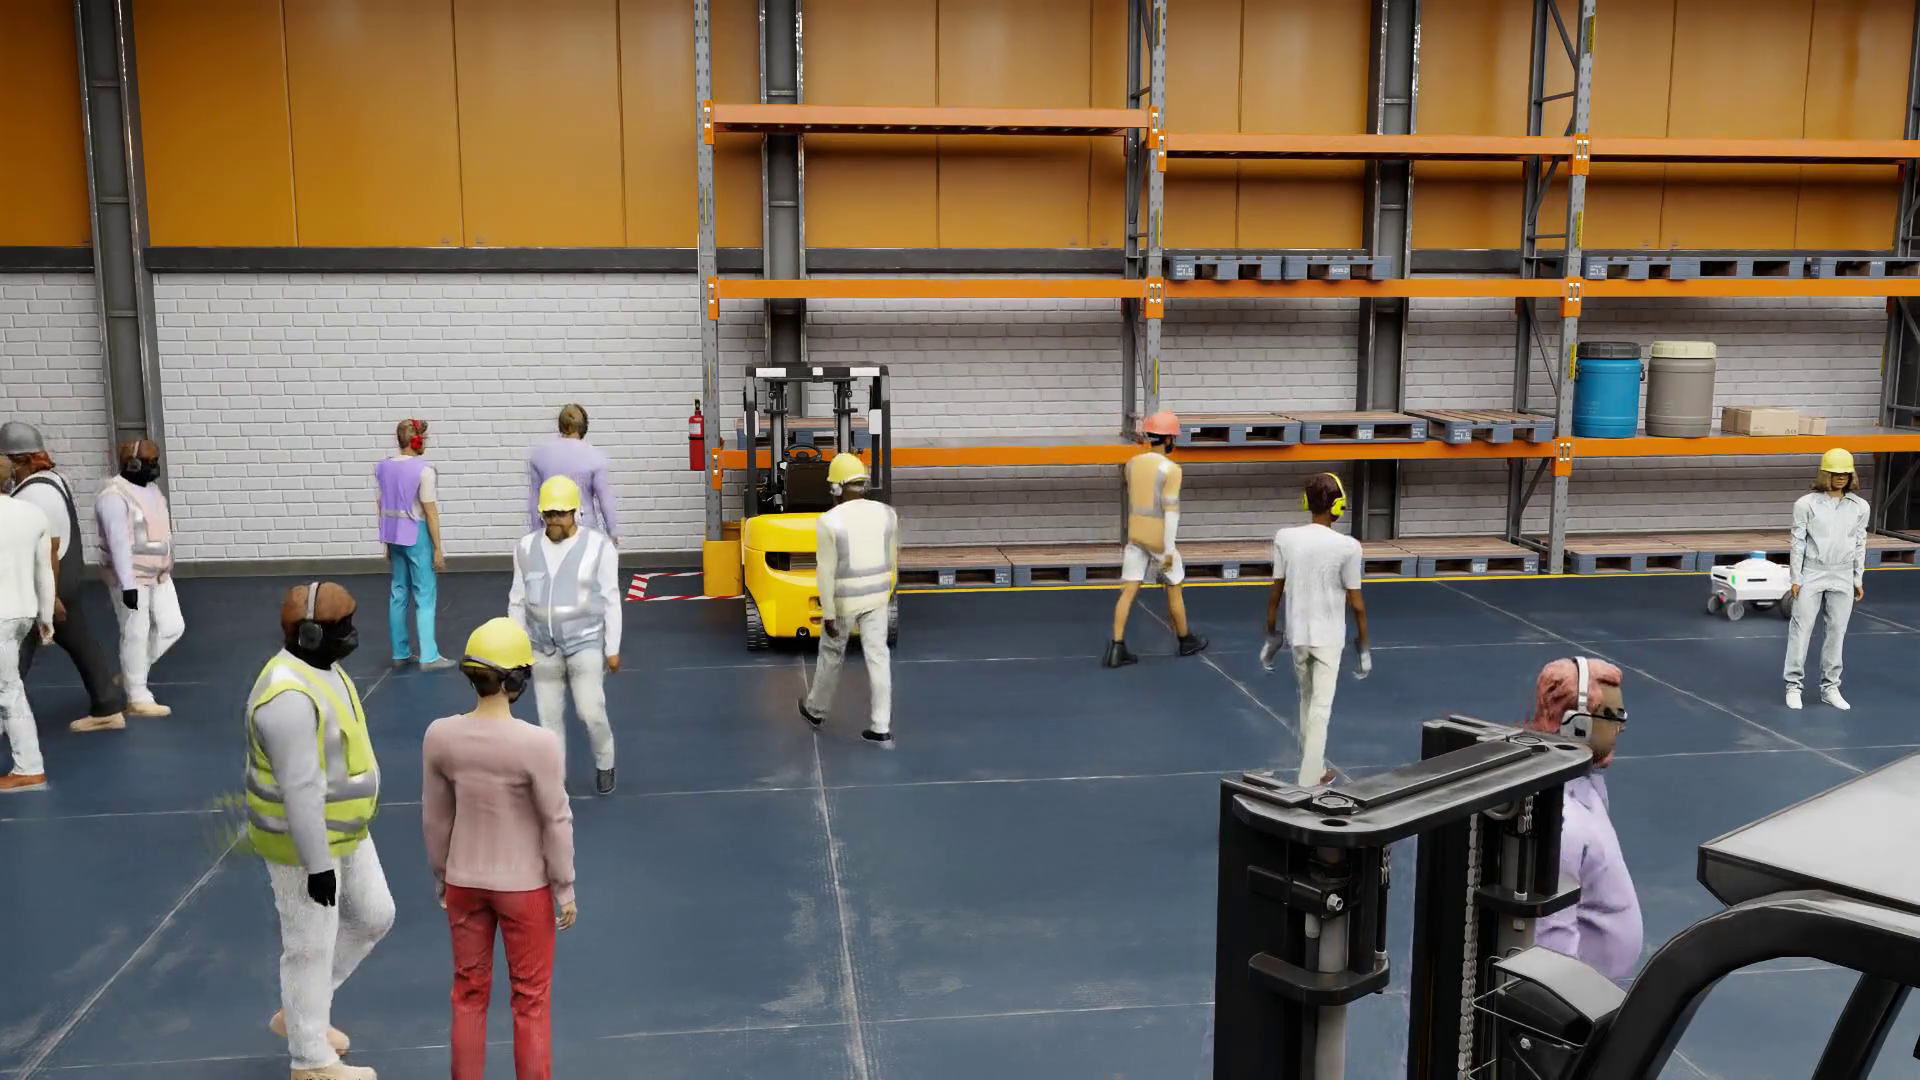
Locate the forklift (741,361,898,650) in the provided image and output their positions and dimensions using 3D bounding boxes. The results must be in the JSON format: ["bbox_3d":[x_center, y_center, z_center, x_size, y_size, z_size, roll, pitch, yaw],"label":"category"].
[{"bbox_3d":[-1.154,-0.340,13.365,1.214,2.155,2.313,-1,9,-7],"label":"forklift"}]

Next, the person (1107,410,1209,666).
[{"bbox_3d":[1.451,-0.017,12.317,0.989,1.888,0.567,-8,12,-41],"label":"person"}]

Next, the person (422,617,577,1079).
[{"bbox_3d":[-1.509,1.131,5.524,0.533,1.764,0.329,3,9,16],"label":"person"}]

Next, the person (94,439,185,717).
[{"bbox_3d":[-5.346,0.252,10.843,0.437,1.825,0.637,1,9,5],"label":"person"}]

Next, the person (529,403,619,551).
[{"bbox_3d":[-2.876,-0.080,12.604,0.651,1.914,0.677,3,9,16],"label":"person"}]

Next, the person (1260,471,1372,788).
[{"bbox_3d":[1.978,0.542,8.964,0.569,1.842,0.801,8,12,39],"label":"person"}]

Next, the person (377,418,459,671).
[{"bbox_3d":[-3.989,0.042,12.095,0.588,1.837,0.411,5,11,31],"label":"person"}]

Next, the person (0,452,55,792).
[{"bbox_3d":[-5.466,0.462,9.299,0.770,1.896,0.620,1,9,9],"label":"person"}]

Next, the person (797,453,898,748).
[{"bbox_3d":[-0.694,0.351,10.305,0.600,1.789,0.874,-5,11,-31],"label":"person"}]

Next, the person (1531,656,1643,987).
[{"bbox_3d":[1.586,1.235,4.502,0.740,1.890,0.655,3,10,17],"label":"person"}]

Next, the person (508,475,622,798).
[{"bbox_3d":[-2.139,0.553,8.954,0.602,1.825,0.464,2,9,10],"label":"person"}]

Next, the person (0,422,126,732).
[{"bbox_3d":[-5.752,0.236,10.248,1.018,2.000,0.692,-2,9,-15],"label":"person"}]

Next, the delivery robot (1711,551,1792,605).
[{"bbox_3d":[6.685,0.333,13.945,0.707,0.478,0.477,-3,9,-10],"label":"delivery robot"}]

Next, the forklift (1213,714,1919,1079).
[{"bbox_3d":[1.441,1.425,2.350,1.214,2.155,2.313,-7,12,-39],"label":"forklift"}]

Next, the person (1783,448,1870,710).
[{"bbox_3d":[5.748,0.260,11.023,0.486,1.744,0.294,1,9,4],"label":"person"}]

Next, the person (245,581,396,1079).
[{"bbox_3d":[-2.246,1.052,5.836,0.440,1.831,0.641,-1,9,-5],"label":"person"}]
